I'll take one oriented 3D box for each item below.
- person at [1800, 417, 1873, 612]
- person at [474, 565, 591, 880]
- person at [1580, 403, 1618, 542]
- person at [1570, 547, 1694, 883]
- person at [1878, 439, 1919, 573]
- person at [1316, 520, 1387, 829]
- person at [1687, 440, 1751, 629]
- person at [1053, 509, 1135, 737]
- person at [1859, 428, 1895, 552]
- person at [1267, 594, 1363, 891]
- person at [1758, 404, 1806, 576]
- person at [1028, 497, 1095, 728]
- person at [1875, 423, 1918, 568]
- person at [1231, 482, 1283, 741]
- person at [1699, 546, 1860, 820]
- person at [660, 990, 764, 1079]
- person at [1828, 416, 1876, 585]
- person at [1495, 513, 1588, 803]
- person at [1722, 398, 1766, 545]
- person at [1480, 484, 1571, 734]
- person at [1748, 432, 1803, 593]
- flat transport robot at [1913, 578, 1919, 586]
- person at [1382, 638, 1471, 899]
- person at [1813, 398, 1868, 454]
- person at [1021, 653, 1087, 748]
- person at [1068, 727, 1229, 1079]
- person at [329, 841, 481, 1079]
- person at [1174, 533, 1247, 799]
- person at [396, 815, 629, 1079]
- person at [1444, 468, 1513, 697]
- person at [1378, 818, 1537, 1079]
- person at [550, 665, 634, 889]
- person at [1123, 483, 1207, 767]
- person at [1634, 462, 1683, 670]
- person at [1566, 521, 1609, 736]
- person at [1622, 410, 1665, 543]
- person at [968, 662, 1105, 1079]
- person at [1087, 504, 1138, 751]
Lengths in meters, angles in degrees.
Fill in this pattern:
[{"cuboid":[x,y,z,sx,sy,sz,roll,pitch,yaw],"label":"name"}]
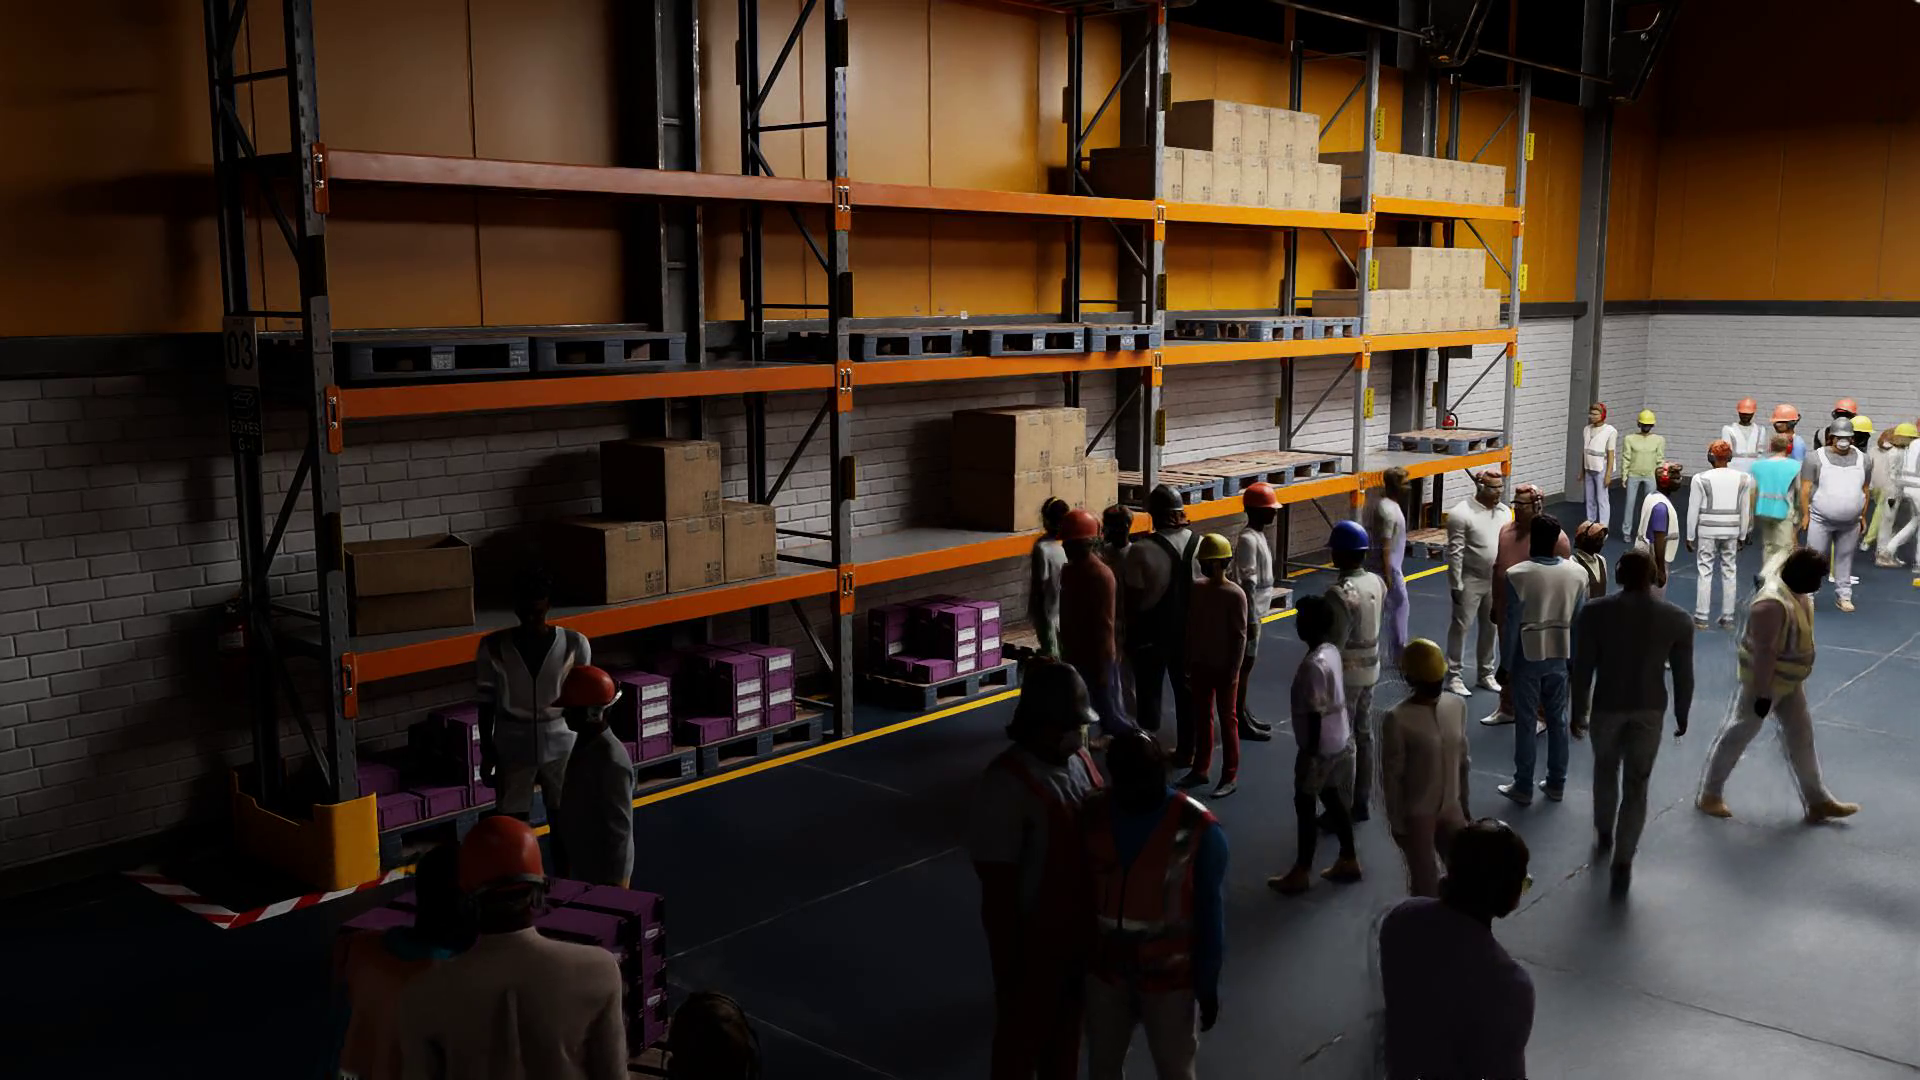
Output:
[{"cuboid":[9.119,-0.267,17.297,0.682,2.000,0.537,2,9,10],"label":"person"},{"cuboid":[-2.227,1.101,8.742,0.603,1.958,0.380,-2,9,-16],"label":"person"},{"cuboid":[8.433,-0.890,21.967,0.392,1.838,0.561,-3,9,-18],"label":"person"},{"cuboid":[3.932,0.975,9.752,0.662,1.886,0.996,3,9,20],"label":"person"},{"cuboid":[11.275,-0.535,19.588,0.569,1.872,0.593,1,9,8],"label":"person"},{"cuboid":[2.429,0.845,10.428,0.385,1.948,0.603,7,12,40],"label":"person"},{"cuboid":[7.479,-0.051,16.436,0.582,1.879,0.357,1,9,5],"label":"person"},{"cuboid":[0.915,0.751,11.014,0.910,1.959,0.621,-5,10,-28],"label":"person"},{"cuboid":[11.784,-0.648,21.228,0.845,1.587,0.581,-4,10,-22],"label":"person"},{"cuboid":[2.033,1.143,9.389,0.392,1.695,0.566,4,10,24],"label":"person"},{"cuboid":[9.434,-0.539,19.087,0.415,2.035,0.609,1,9,7],"label":"person"},{"cuboid":[0.751,0.581,12.545,0.447,1.837,0.655,3,9,18],"label":"person"},{"cuboid":[11.305,-0.543,20.040,0.325,1.740,0.492,9,12,44],"label":"person"},{"cuboid":[2.216,0.526,12.514,0.374,1.939,0.545,2,9,15],"label":"person"},{"cuboid":[5.226,0.918,10.524,0.960,1.766,0.702,8,12,43],"label":"person"},{"cuboid":[-0.534,1.924,3.808,0.506,1.841,0.342,-6,11,-36],"label":"person"},{"cuboid":[10.118,-0.454,18.900,0.398,1.919,0.586,5,10,27],"label":"person"},{"cuboid":[3.827,0.778,10.952,0.597,1.917,0.375,-2,9,-14],"label":"person"},{"cuboid":[10.176,-0.888,21.641,0.549,1.933,0.373,1,9,7],"label":"person"},{"cuboid":[4.278,0.523,12.640,0.403,1.906,0.651,-5,10,-30],"label":"person"},{"cuboid":[8.763,-0.253,17.911,0.666,1.819,0.560,-6,11,-35],"label":"person"},{"cuboid":[11.403,0.399,18.689,1.431,0.197,0.652,-6,11,-34],"label":"flat transport robot"},{"cuboid":[2.271,1.311,8.092,0.558,1.732,0.414,-5,10,-27],"label":"person"},{"cuboid":[10.611,-0.691,20.082,0.409,2.033,0.608,-8,12,-43],"label":"person"},{"cuboid":[0.437,1.360,8.118,0.268,1.631,0.507,7,11,39],"label":"person"},{"cuboid":[0.650,1.584,6.092,0.624,1.832,0.490,5,10,28],"label":"person"},{"cuboid":[-1.556,1.771,4.696,0.631,1.869,0.526,9,12,44],"label":"person"},{"cuboid":[1.686,0.830,11.108,0.309,1.769,0.523,-6,11,-36],"label":"person"},{"cuboid":[-1.218,1.731,4.601,0.625,1.985,0.408,-3,9,-17],"label":"person"},{"cuboid":[4.337,0.348,13.812,0.651,1.900,0.401,-3,9,-21],"label":"person"},{"cuboid":[1.326,1.738,4.774,0.624,1.913,0.649,-3,9,-20],"label":"person"},{"cuboid":[-1.625,1.412,7.385,0.327,1.753,0.561,-4,10,-27],"label":"person"},{"cuboid":[1.430,0.602,11.695,0.681,2.000,0.535,-3,9,-21],"label":"person"},{"cuboid":[6.189,0.217,14.805,0.373,1.843,0.572,3,9,17],"label":"person"},{"cuboid":[4.713,0.665,12.612,0.514,1.634,0.313,-6,11,-35],"label":"person"},{"cuboid":[8.948,-0.823,21.800,0.528,1.761,0.339,2,9,13],"label":"person"},{"cuboid":[0.365,1.444,6.262,0.535,2.000,0.685,6,11,34],"label":"person"},{"cuboid":[1.138,0.655,11.981,0.331,1.844,0.520,-5,10,-32],"label":"person"}]
